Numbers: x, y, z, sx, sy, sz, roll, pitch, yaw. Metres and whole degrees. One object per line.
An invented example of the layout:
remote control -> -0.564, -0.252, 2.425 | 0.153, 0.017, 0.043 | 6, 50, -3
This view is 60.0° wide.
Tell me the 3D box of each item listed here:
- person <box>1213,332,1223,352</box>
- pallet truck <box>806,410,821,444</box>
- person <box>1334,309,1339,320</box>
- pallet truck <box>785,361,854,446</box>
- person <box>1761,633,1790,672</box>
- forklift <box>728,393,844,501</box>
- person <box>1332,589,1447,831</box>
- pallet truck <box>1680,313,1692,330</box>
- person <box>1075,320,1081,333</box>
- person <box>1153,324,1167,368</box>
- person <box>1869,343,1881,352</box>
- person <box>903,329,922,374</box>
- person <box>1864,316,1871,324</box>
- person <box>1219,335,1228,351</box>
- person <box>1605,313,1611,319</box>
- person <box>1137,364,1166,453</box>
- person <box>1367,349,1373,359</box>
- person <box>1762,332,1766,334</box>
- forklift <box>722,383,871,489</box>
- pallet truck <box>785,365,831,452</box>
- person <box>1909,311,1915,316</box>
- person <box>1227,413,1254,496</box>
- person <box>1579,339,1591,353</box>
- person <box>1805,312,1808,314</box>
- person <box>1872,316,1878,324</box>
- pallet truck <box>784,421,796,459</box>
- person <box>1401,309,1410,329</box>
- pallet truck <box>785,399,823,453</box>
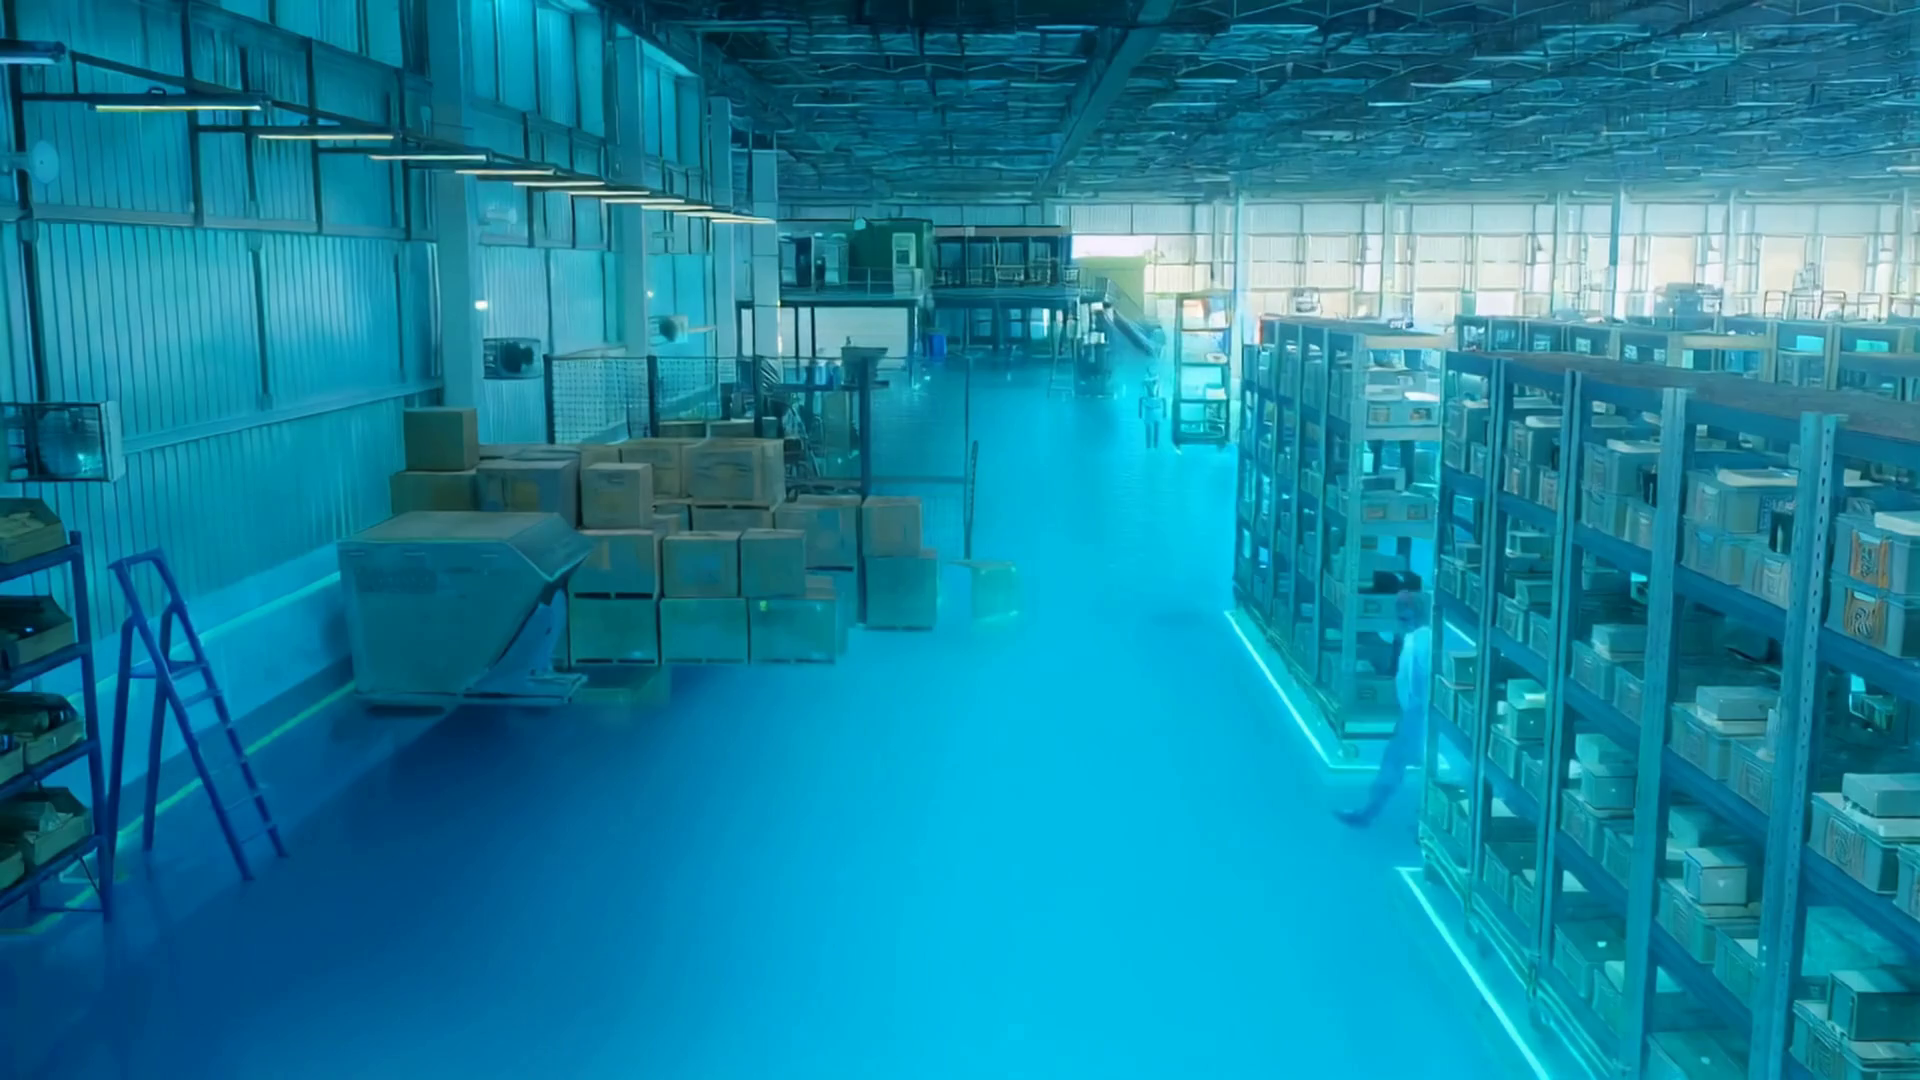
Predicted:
person -> 11.840, -9.180, 76.359 | 0.583, 1.857, 0.816 | -3, 10, -19
pallet truck -> -3.559, -2.018, 33.905 | 1.522, 1.261, 0.704 | 0, 9, -1
person -> 22.156, -12.694, 98.006 | 0.334, 1.869, 0.532 | 1, 9, 7
pallet truck -> -3.410, -3.193, 38.978 | 1.885, 1.965, 0.823 | 0, 9, -1
person -> 7.116, 0.828, 14.264 | 0.617, 1.962, 0.689 | -1, 9, -4
forklift -> -2.979, -1.316, 26.476 | 2.680, 1.987, 1.157 | 0, 9, 1
person -> 3.201, 1.250, 12.147 | 0.917, 1.800, 0.600 | 3, 10, 17
pallet truck -> 36.315, -10.531, 84.244 | 0.823, 1.965, 1.885 | -6, 11, -33
person -> 6.913, -12.365, 95.844 | 0.584, 1.911, 0.392 | -5, 11, -30
person -> 8.435, -8.198, 70.307 | 0.583, 1.858, 0.860 | -3, 10, -16
person -> 31.727, -6.045, 57.734 | 0.559, 1.615, 0.569 | -2, 9, -10
person -> -1.875, -7.449, 65.764 | 0.639, 1.826, 0.525 | -1, 9, -4
person -> 45.030, -10.197, 82.568 | 0.983, 1.881, 0.604 | 1, 9, 5
person -> 12.336, -9.467, 77.919 | 0.386, 1.918, 0.595 | 7, 12, 37
person -> 31.519, -10.051, 81.148 | 0.690, 2.000, 0.537 | 8, 12, 41
person -> 4.318, -2.966, 37.512 | 0.655, 2.017, 0.420 | 2, 9, 10
person -> 12.951, -5.236, 52.146 | 0.403, 1.820, 0.594 | -2, 9, -11
person -> 35.471, -8.668, 72.989 | 0.682, 1.914, 0.581 | 5, 10, 28
forklift -> -2.893, -1.687, 28.729 | 2.680, 1.987, 1.157 | 0, 9, -1
pallet truck -> -3.774, -2.976, 37.635 | 1.885, 1.965, 0.823 | 1, 9, 5
person -> 51.546, -11.452, 90.204 | 0.972, 1.895, 0.573 | -1, 9, -8
person -> 4.758, -1.259, 27.870 | 0.543, 1.735, 0.811 | -4, 10, -25
person -> 21.276, -5.994, 56.588 | 0.569, 1.882, 0.976 | 8, 12, 41
person -> 44.749, -11.119, 88.069 | 0.373, 1.935, 0.628 | 7, 12, 39
person -> 46.961, -10.611, 85.380 | 0.621, 1.801, 0.970 | -7, 12, -37
pallet truck -> -4.013, -1.793, 32.705 | 1.601, 1.201, 0.680 | 0, 9, 1
person -> 25.214, -12.116, 94.273 | 0.586, 1.918, 0.395 | -6, 11, -31
pallet truck -> -3.814, -2.432, 36.419 | 1.630, 1.274, 0.653 | 0, 9, 1
